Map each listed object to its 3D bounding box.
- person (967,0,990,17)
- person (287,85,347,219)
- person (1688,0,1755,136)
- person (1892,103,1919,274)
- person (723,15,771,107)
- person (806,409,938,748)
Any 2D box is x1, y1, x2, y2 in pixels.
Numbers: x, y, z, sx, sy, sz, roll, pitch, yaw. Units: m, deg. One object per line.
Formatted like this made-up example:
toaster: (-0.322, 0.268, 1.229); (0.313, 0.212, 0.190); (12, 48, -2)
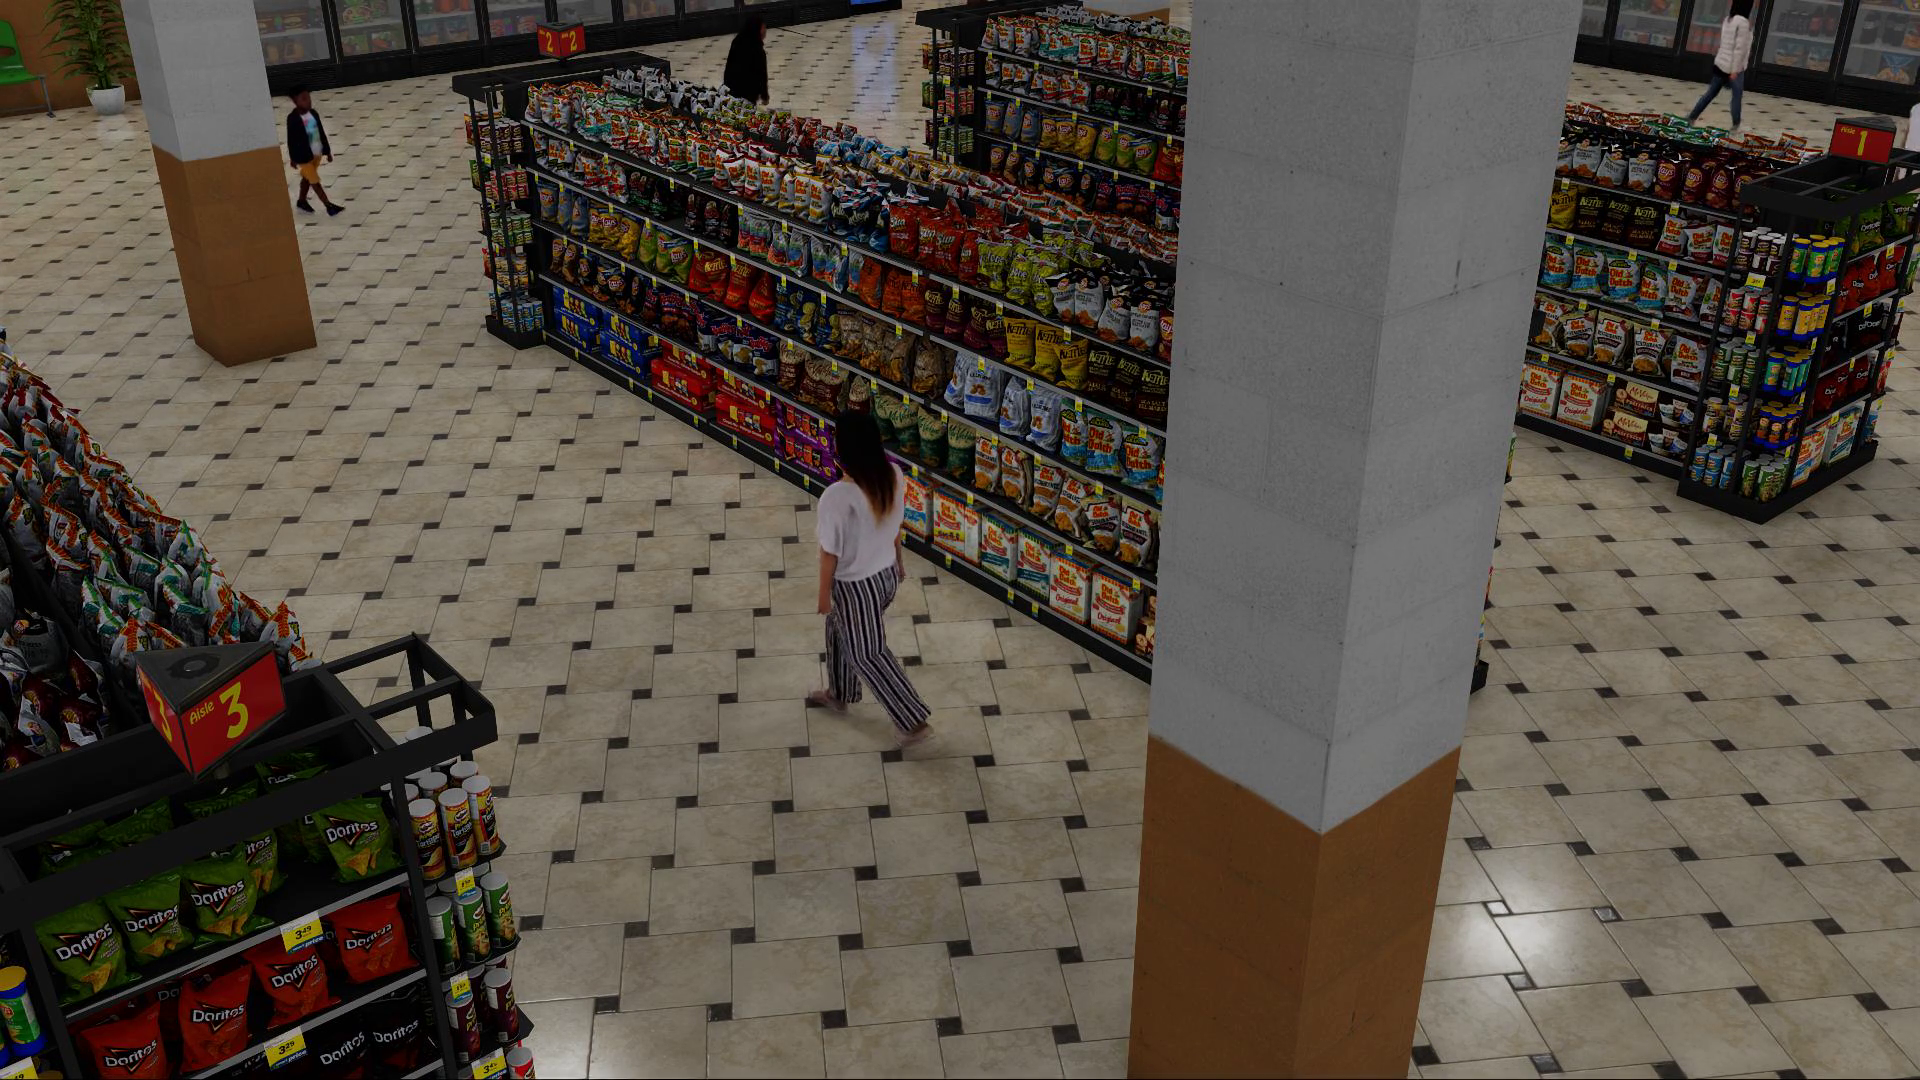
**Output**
person: (0.227, -7.003, 22.364); (0.583, 1.254, 0.417); (-23, 35, -37)
person: (-6.261, -3.695, 15.854); (0.965, 1.242, 0.744); (13, 29, 23)
person: (8.556, -5.323, 18.667); (1.024, 1.603, 1.094); (-4, 27, -8)
person: (8.180, -3.047, 14.010); (1.068, 1.755, 1.148); (-3, 27, -7)
person: (-2.304, -4.648, 17.375); (0.868, 1.566, 0.753); (21, 33, 35)
person: (-0.401, 0.216, 7.693); (1.164, 1.647, 0.872); (17, 32, 30)
